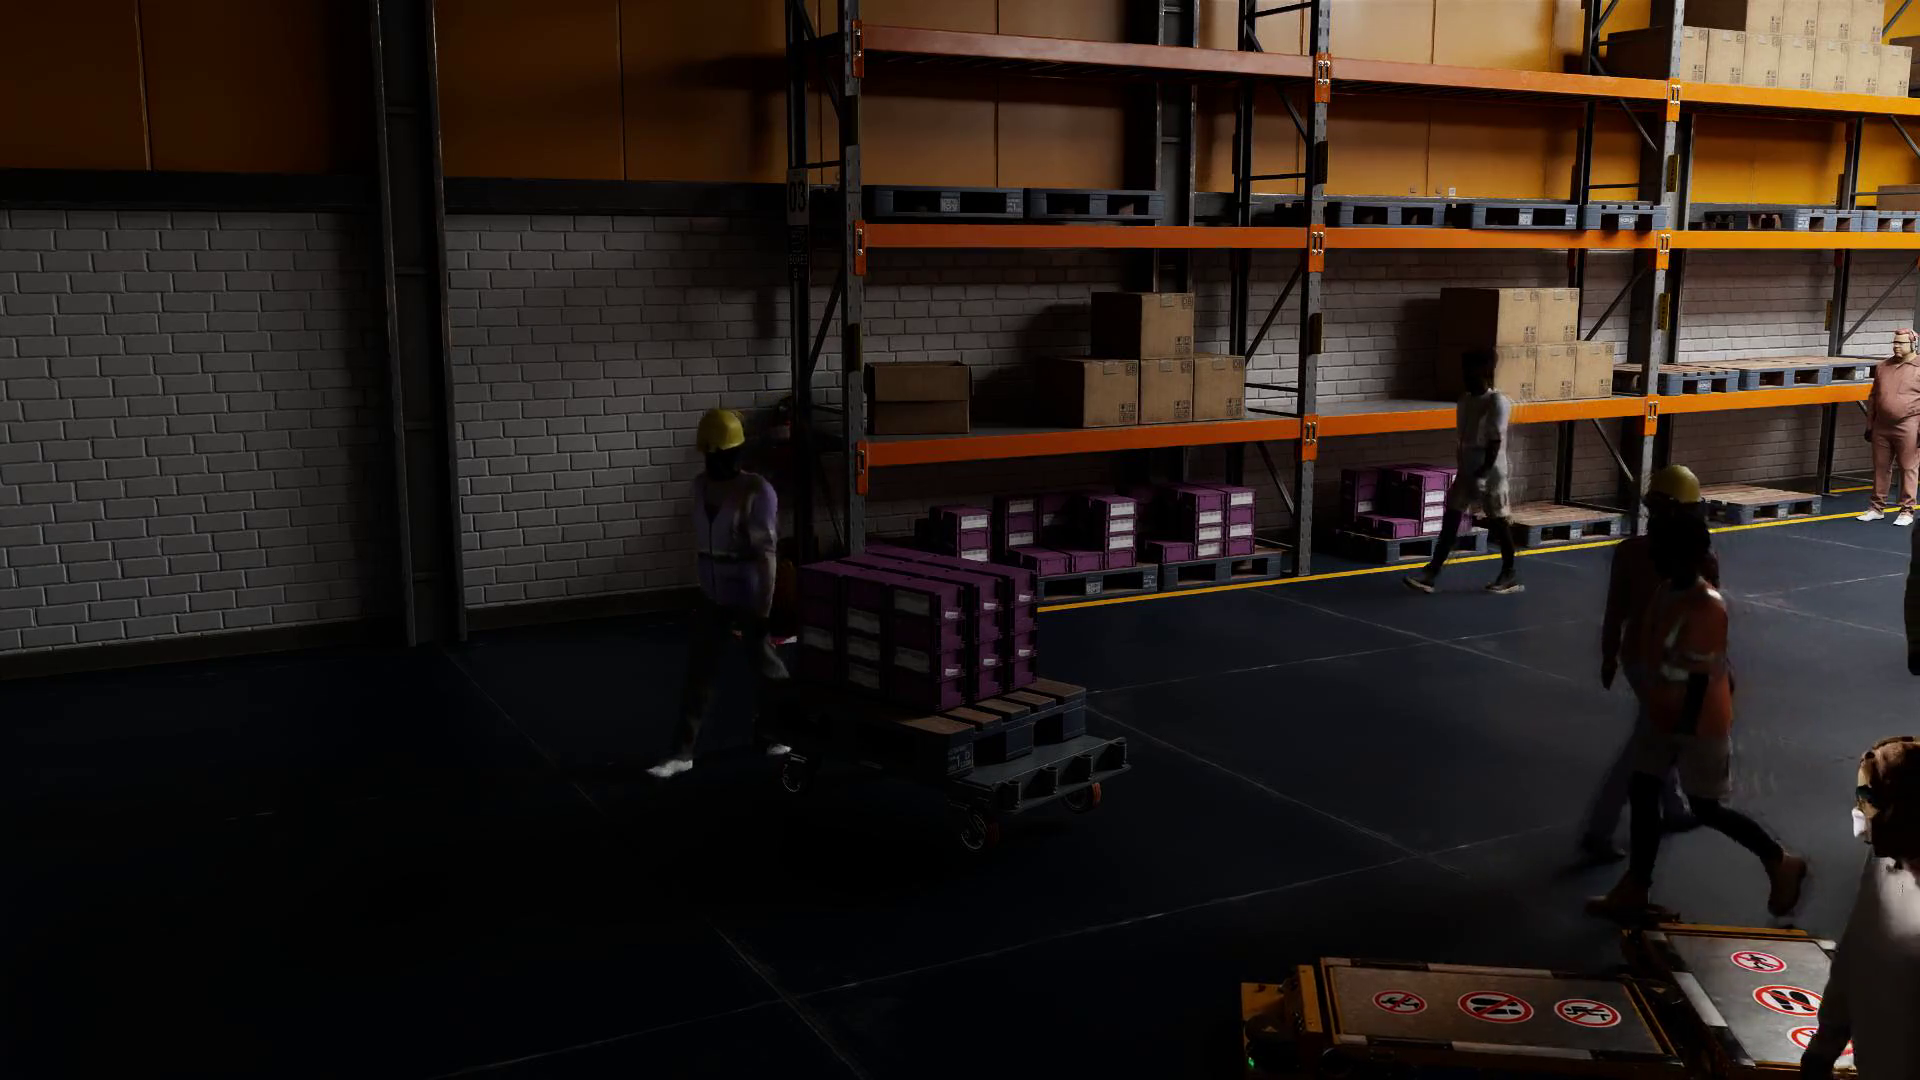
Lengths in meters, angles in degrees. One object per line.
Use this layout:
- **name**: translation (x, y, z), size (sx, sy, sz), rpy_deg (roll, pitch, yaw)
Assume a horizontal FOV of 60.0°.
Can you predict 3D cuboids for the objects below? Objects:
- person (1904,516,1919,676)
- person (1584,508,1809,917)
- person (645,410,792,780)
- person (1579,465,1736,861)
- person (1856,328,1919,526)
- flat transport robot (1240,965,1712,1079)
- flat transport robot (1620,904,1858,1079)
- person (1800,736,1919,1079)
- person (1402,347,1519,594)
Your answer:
- **person**: translation (4.623, 0.451, 7.540), size (0.636, 1.805, 0.620), rpy_deg (-9, 13, -42)
- **person**: translation (2.934, 0.696, 6.520), size (0.769, 1.662, 0.542), rpy_deg (0, 10, 0)
- **person**: translation (-1.151, 0.255, 8.508), size (0.608, 1.867, 1.000), rpy_deg (7, 12, 36)
- **person**: translation (3.059, 0.532, 7.313), size (0.914, 1.725, 0.525), rpy_deg (-4, 11, -23)
- **person**: translation (9.083, -1.094, 16.127), size (0.409, 1.907, 0.651), rpy_deg (-6, 11, -29)
- **flat transport robot**: translation (1.637, 1.593, 5.363), size (1.431, 0.197, 0.652), rpy_deg (1, 10, 8)
- **flat transport robot**: translation (2.699, 1.571, 5.486), size (0.652, 0.197, 1.431), rpy_deg (1, 10, 8)
- **person**: translation (2.036, 1.218, 3.662), size (0.373, 1.617, 0.499), rpy_deg (3, 10, 17)
- **person**: translation (3.909, -0.511, 12.739), size (1.008, 1.910, 0.630), rpy_deg (-4, 11, -21)
